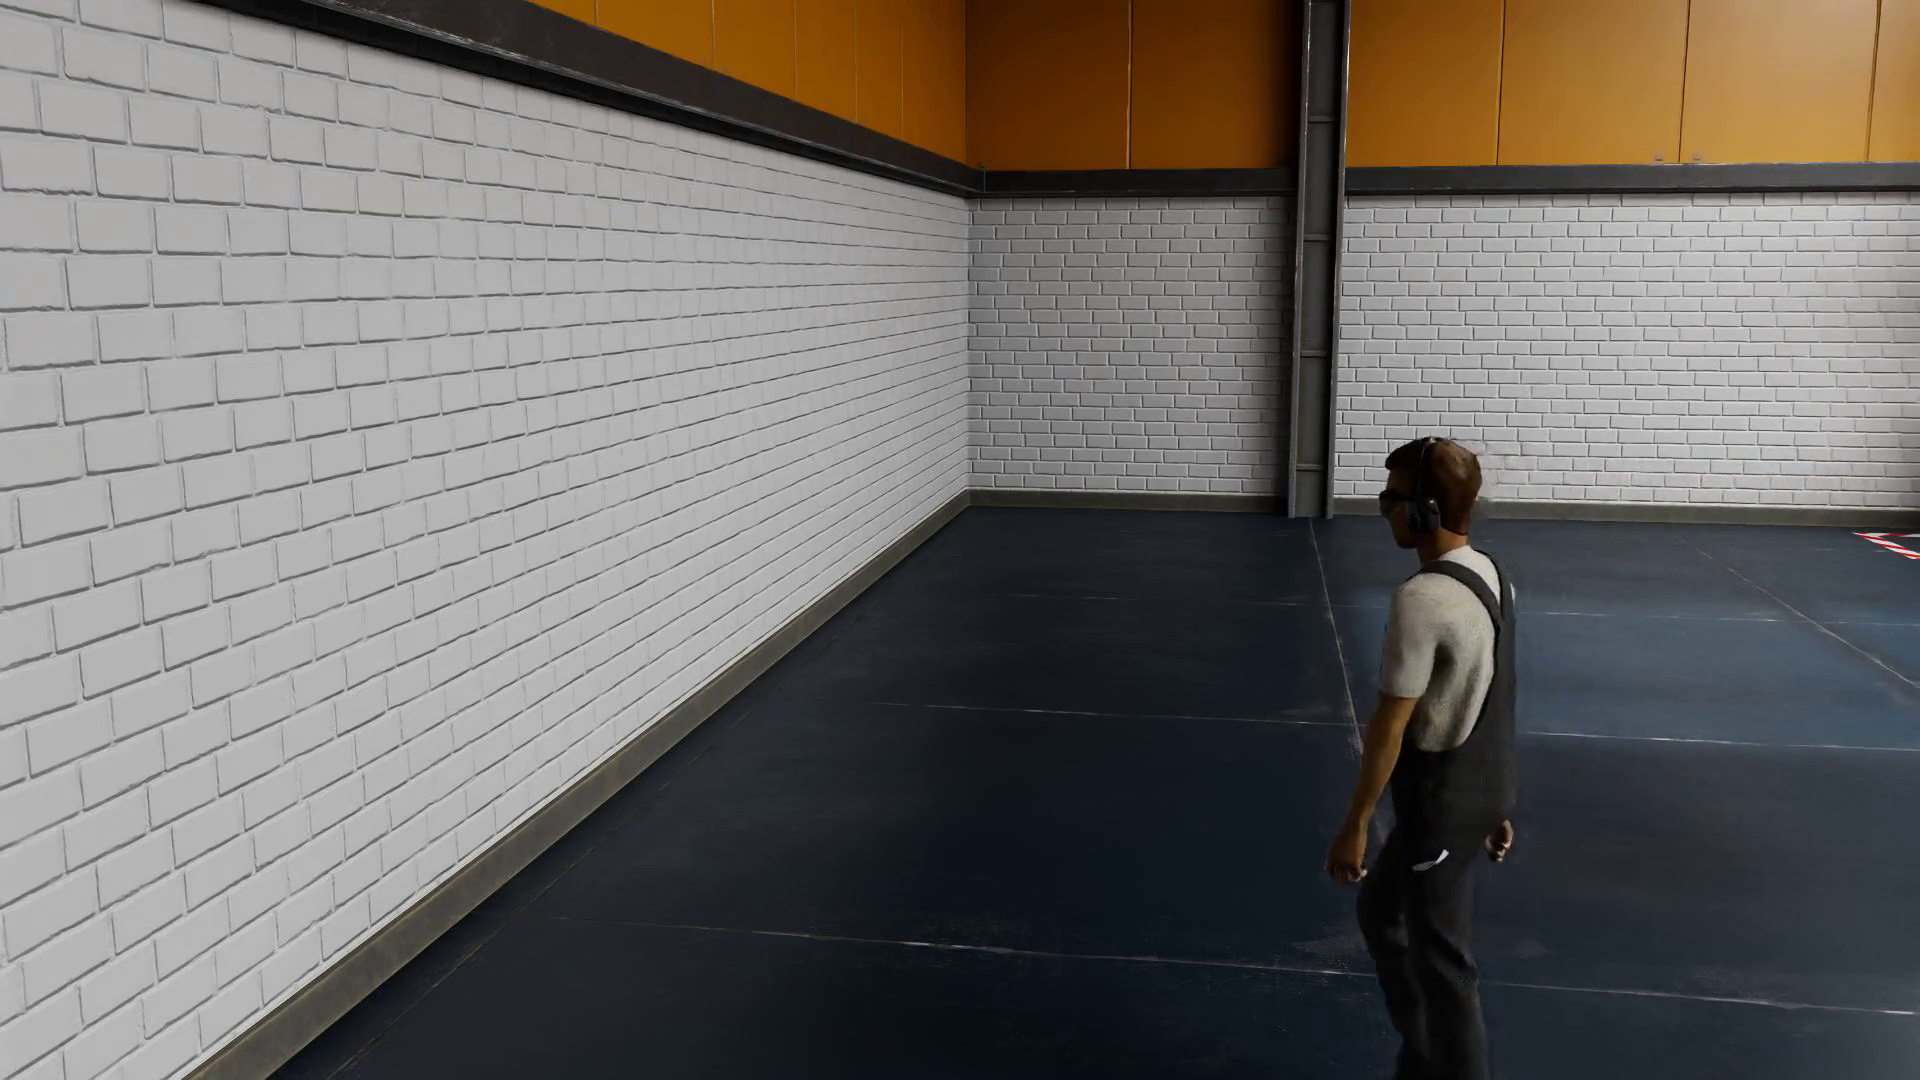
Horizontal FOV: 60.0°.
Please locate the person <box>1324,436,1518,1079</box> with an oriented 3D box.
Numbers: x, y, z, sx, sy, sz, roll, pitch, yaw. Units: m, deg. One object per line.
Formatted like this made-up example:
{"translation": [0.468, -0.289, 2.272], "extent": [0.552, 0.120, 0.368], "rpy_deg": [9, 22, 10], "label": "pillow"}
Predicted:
{"translation": [1.123, 0.660, 4.085], "extent": [0.559, 1.825, 0.512], "rpy_deg": [6, 11, 32], "label": "person"}
